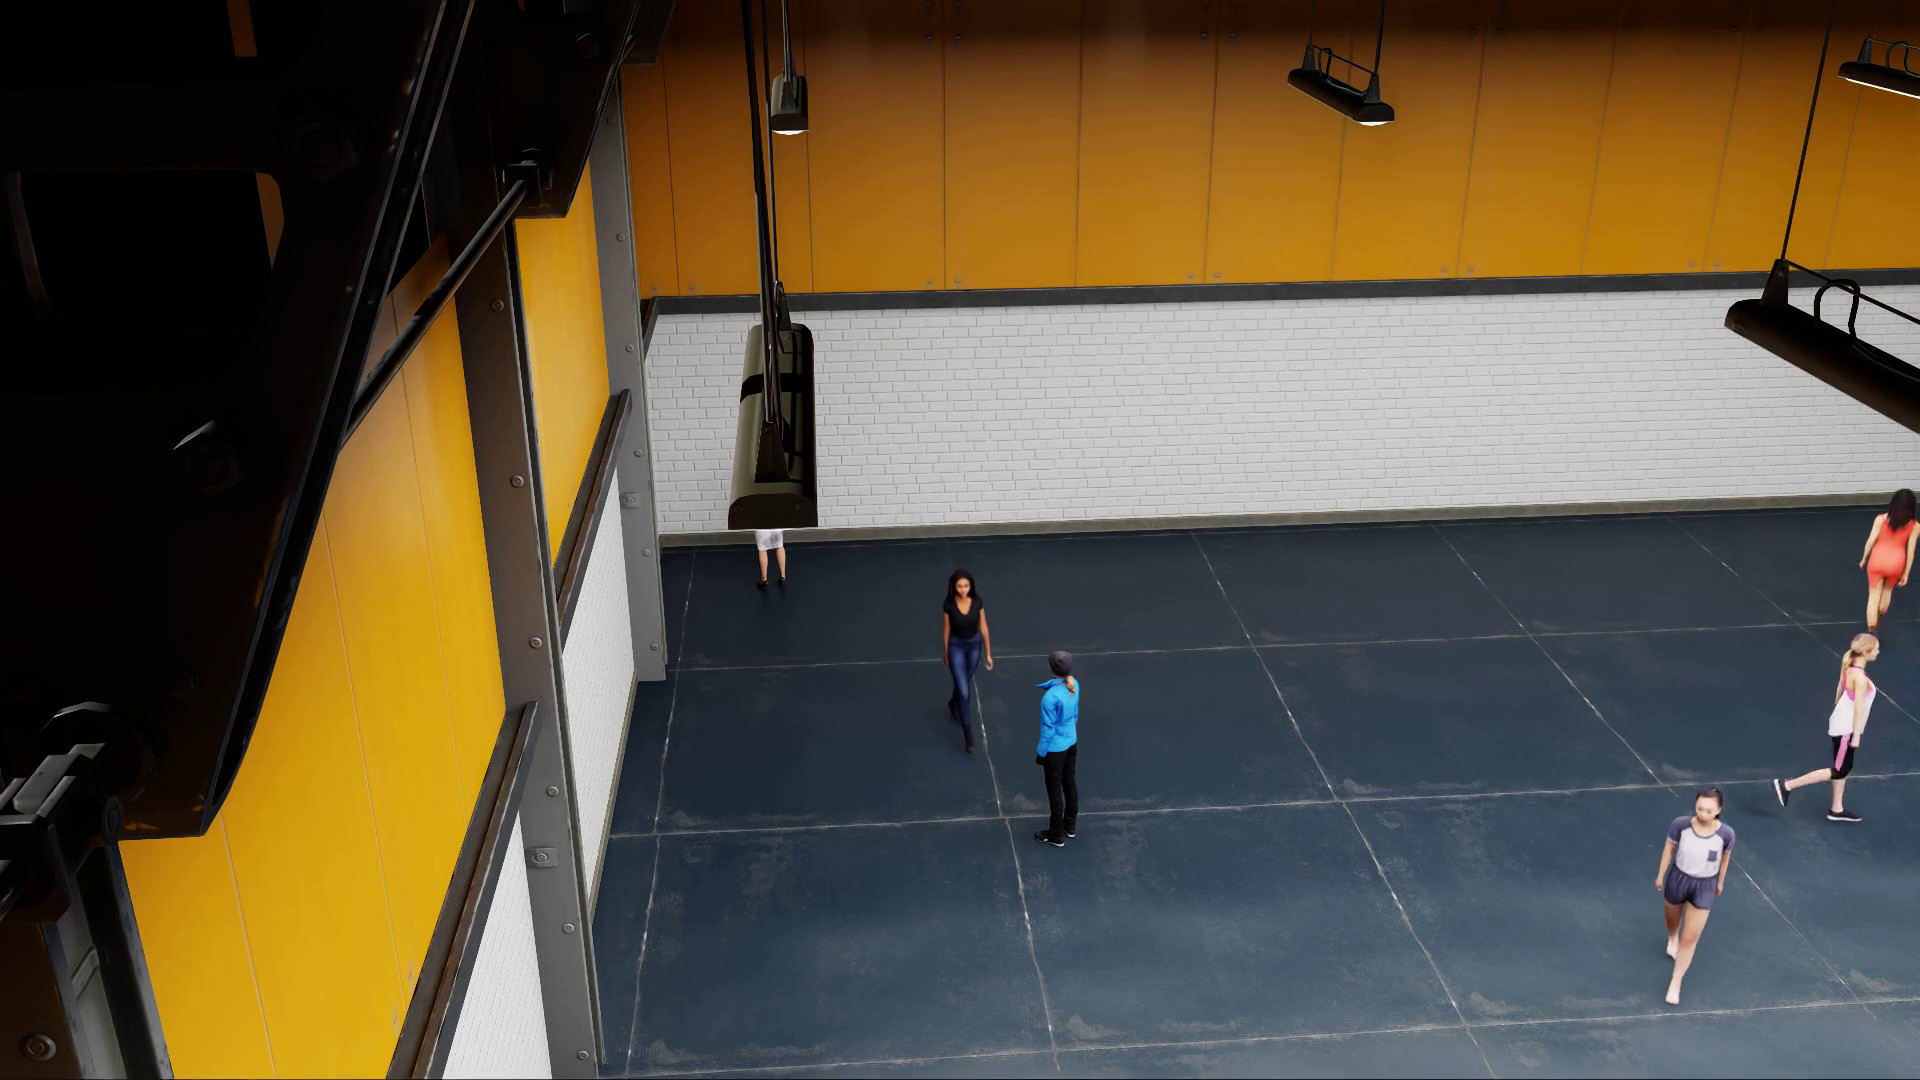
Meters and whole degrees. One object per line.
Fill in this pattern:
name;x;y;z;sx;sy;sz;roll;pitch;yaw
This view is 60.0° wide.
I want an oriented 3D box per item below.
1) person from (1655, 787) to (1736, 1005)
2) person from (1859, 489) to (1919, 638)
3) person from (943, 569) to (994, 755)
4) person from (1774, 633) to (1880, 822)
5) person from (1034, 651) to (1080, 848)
person;5.385;2.522;12.268;0.974;1.612;1.130;13;27;27
person;9.586;0.320;17.208;0.834;1.690;1.052;7;25;16
person;0.023;1.039;15.564;0.773;1.691;1.228;-7;25;-16
person;7.439;1.611;14.150;0.889;1.774;1.003;6;24;12
person;0.832;1.726;13.862;0.736;1.795;0.682;20;30;37
